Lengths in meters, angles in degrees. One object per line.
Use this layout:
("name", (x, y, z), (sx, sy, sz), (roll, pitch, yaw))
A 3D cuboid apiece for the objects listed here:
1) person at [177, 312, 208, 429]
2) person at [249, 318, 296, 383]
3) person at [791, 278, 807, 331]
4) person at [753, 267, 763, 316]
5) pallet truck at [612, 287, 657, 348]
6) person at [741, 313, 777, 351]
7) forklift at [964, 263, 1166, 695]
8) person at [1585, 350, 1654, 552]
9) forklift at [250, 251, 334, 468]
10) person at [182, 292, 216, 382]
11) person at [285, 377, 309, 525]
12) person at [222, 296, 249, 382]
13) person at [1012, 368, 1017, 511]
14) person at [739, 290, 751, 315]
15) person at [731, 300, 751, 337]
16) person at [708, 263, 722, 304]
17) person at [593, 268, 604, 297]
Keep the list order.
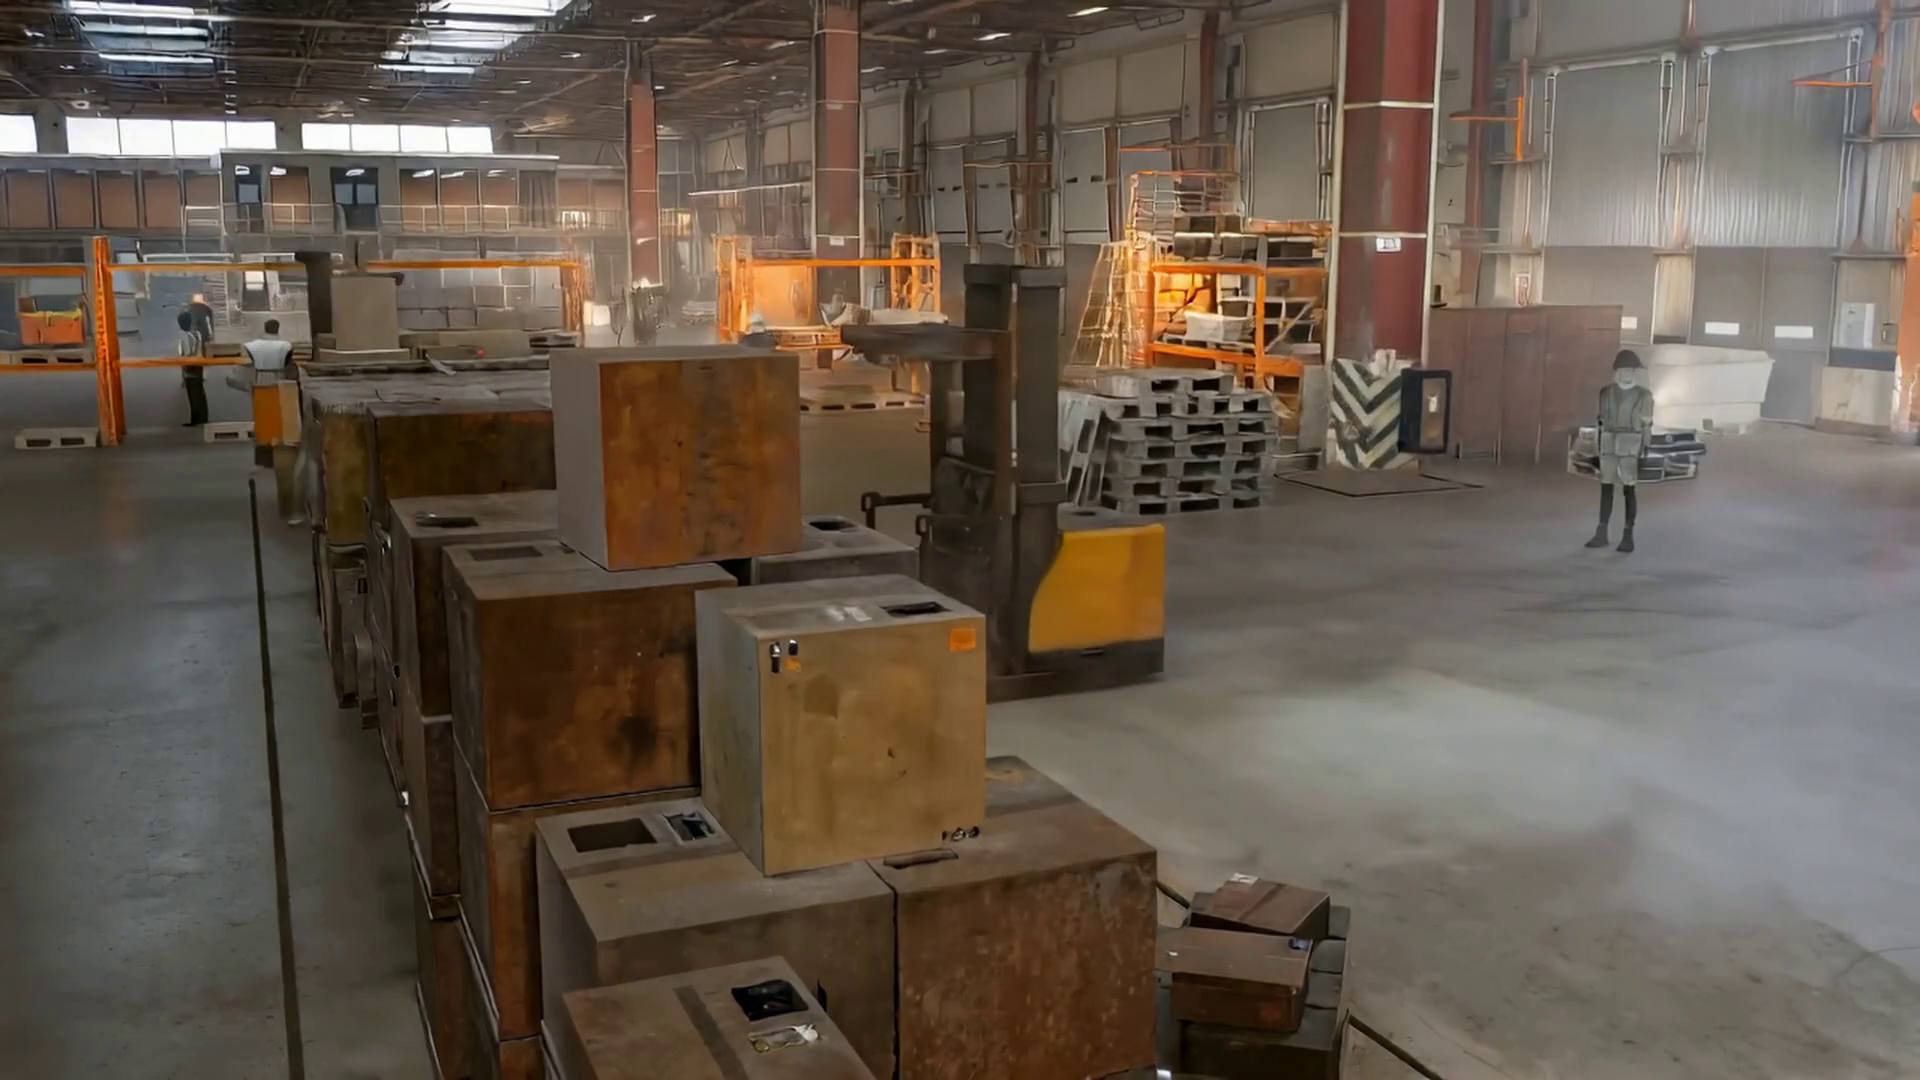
("person", (-12.124, -2.665, 26.245), (0.344, 1.840, 0.505), (1, 10, 6))
("person", (-9.448, -2.091, 22.901), (0.591, 1.910, 0.406), (-1, 10, -4))
("person", (-4.457, -6.526, 47.404), (0.825, 1.895, 0.613), (2, 11, 13))
("person", (-7.777, -9.560, 64.001), (0.370, 1.925, 0.594), (0, 10, 1))
("pallet truck", (-6.464, -4.406, 35.401), (0.823, 1.965, 1.885), (6, 12, 32))
("person", (-3.005, -2.456, 24.964), (0.621, 1.879, 0.535), (3, 11, 14))
("forklift", (0.362, -0.447, 11.148), (1.873, 2.768, 1.129), (-4, 11, -23))
("person", (6.345, -0.855, 15.988), (0.347, 1.943, 0.545), (-10, 14, -44))
("forklift", (-8.444, -2.428, 22.070), (1.873, 2.768, 1.129), (-4, 11, -23))
("person", (-15.754, -4.166, 34.403), (0.631, 1.902, 0.975), (-1, 10, -4))
("person", (-6.761, -0.917, 17.230), (0.529, 1.610, 0.584), (9, 14, 42))
("person", (-14.843, -4.137, 34.422), (0.670, 1.808, 0.956), (8, 13, 36))
("person", (0.581, -0.599, 14.773), (0.351, 1.878, 0.568), (-4, 11, -23))
("person", (-5.381, -5.315, 41.148), (0.711, 1.717, 0.507), (-2, 11, -13))
("person", (-4.721, -4.358, 35.970), (0.364, 1.682, 0.545), (9, 14, 41))
("person", (-11.027, -11.487, 74.593), (0.697, 1.933, 0.885), (4, 11, 23))
("person", (-14.699, -10.191, 67.722), (0.429, 1.844, 0.624), (-3, 11, -18))
